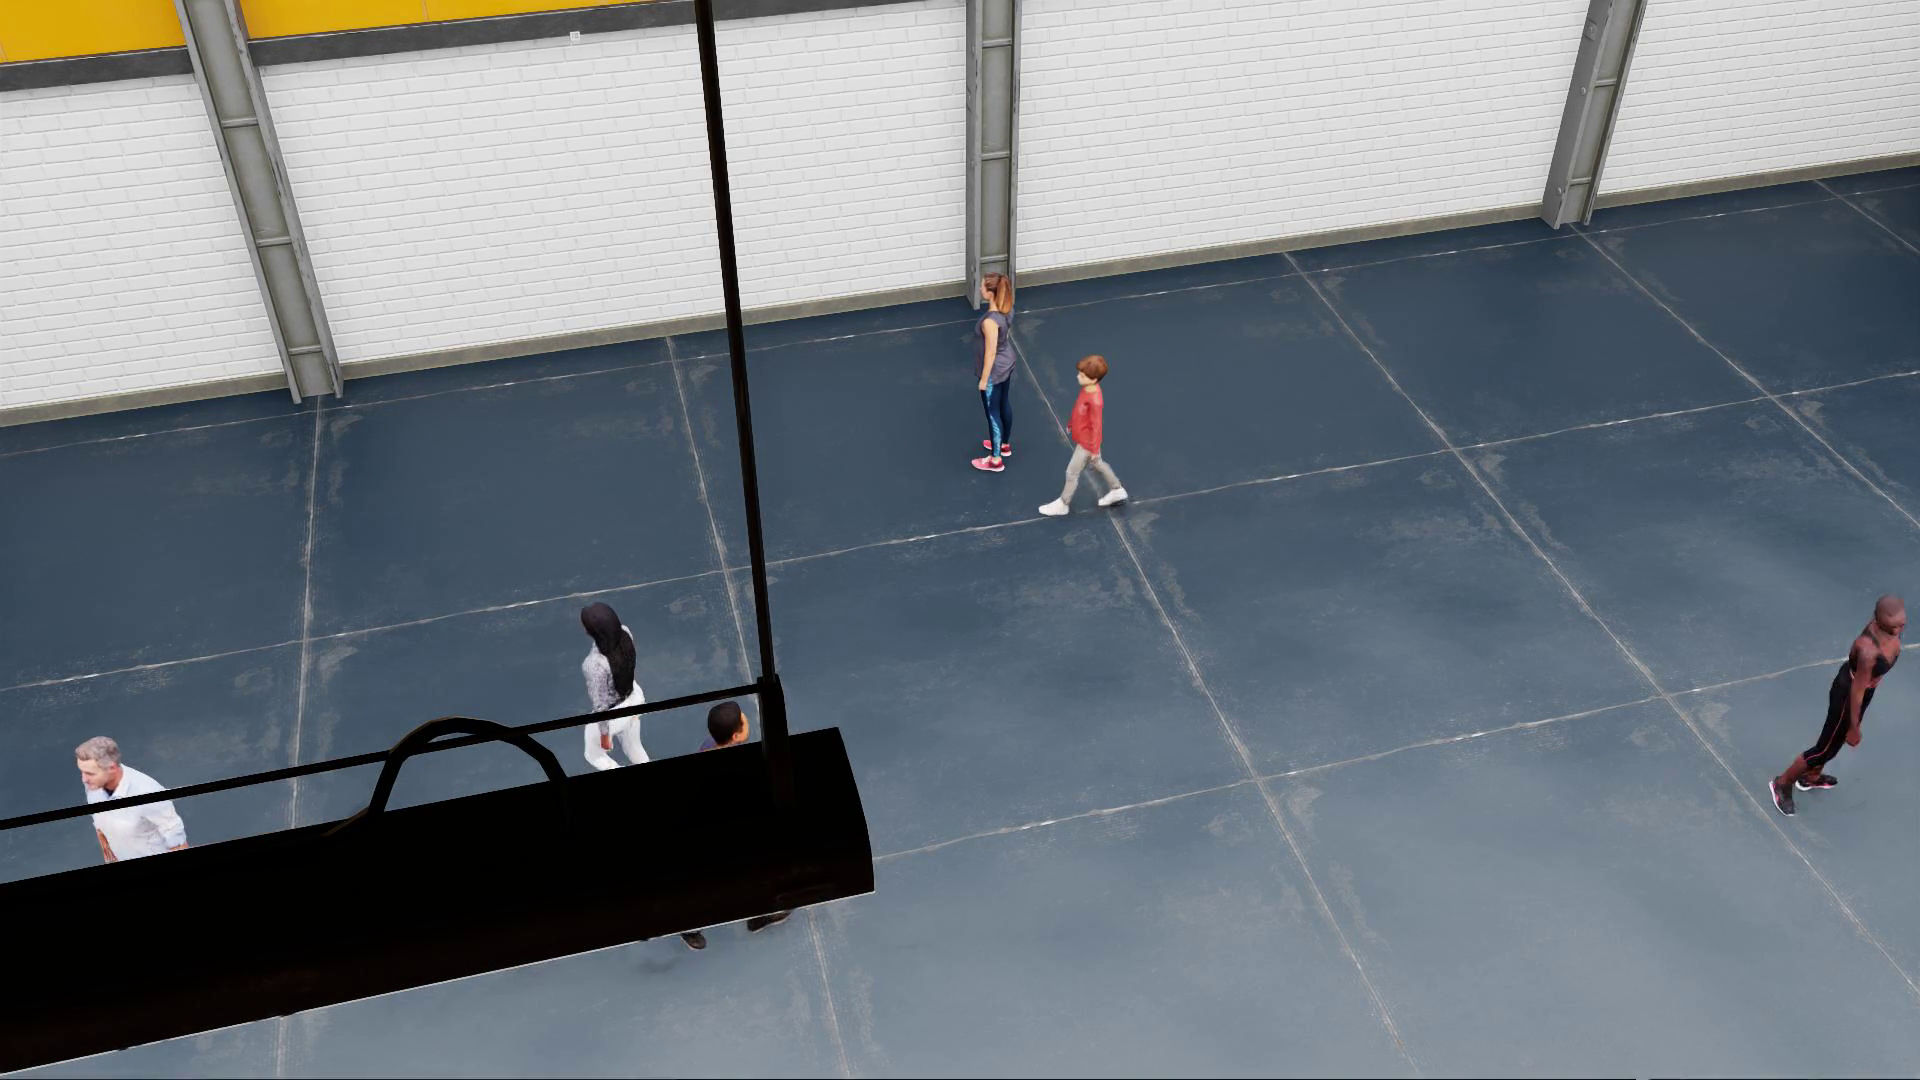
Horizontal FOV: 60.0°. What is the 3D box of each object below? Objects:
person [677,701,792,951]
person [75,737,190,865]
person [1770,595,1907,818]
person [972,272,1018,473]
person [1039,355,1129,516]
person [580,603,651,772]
[{"bbox_3d":[-1.331,1.642,9.218,0.938,1.766,0.674,-12,40,-15],"label":"person"},{"bbox_3d":[-4.376,1.693,9.116,0.829,1.813,0.893,18,42,21],"label":"person"},{"bbox_3d":[5.431,0.930,10.136,0.863,1.733,0.768,15,41,17],"label":"person"},{"bbox_3d":[0.278,-1.321,12.962,0.691,1.724,0.649,14,41,17],"label":"person"},{"bbox_3d":[1.033,-0.789,12.561,0.969,1.393,0.648,-2,39,-3],"label":"person"},{"bbox_3d":[-1.980,1.067,9.982,0.787,1.710,0.749,14,41,17],"label":"person"}]
